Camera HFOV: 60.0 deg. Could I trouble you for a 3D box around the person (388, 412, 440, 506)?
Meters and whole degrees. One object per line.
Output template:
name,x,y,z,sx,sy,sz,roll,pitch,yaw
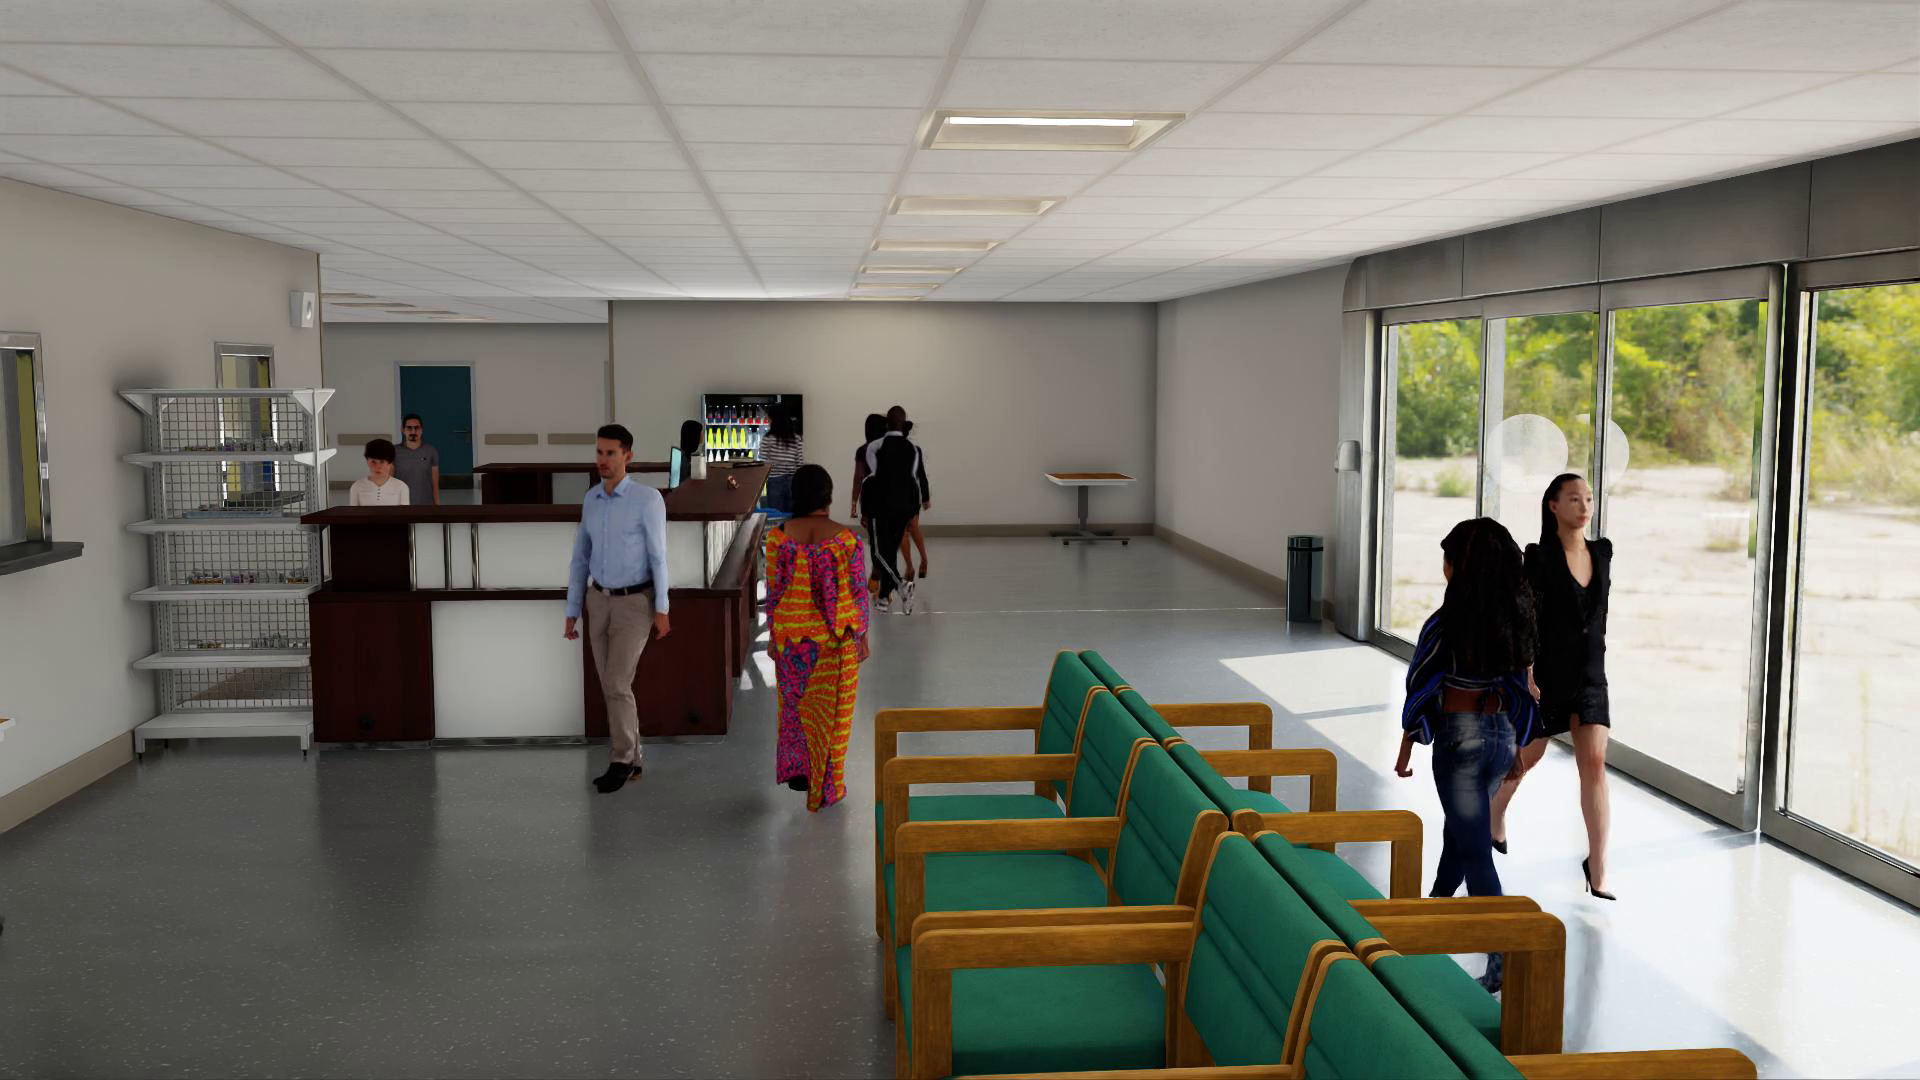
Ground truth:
person,-4.784,-0.244,14.548,0.607,1.755,0.745,-3,6,-26

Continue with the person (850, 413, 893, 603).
person,-0.699,-0.282,15.171,0.944,1.707,0.927,-4,7,-34

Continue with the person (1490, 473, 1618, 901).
person,2.386,0.585,6.780,1.006,1.661,0.790,-2,6,-15

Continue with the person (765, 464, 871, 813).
person,-0.720,0.465,8.004,0.730,1.656,0.794,1,6,8

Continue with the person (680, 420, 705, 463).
person,-2.670,-0.322,15.973,0.998,1.626,0.666,-2,6,-15

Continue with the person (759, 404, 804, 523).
person,-1.718,-0.422,16.349,1.089,1.749,0.985,-4,7,-33

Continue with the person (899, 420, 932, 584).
person,-0.508,-0.349,16.265,0.669,1.621,0.763,-2,6,-23

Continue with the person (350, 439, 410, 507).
person,-3.940,0.131,11.320,0.514,1.656,0.659,-1,6,-14

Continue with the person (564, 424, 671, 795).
person,-1.660,0.337,8.401,0.827,1.831,0.898,3,6,26

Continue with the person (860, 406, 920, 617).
person,-0.575,-0.235,14.240,1.107,1.801,1.003,-3,7,-29

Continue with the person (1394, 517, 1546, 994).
person,1.753,0.744,5.567,0.959,1.588,0.860,-2,6,-23
